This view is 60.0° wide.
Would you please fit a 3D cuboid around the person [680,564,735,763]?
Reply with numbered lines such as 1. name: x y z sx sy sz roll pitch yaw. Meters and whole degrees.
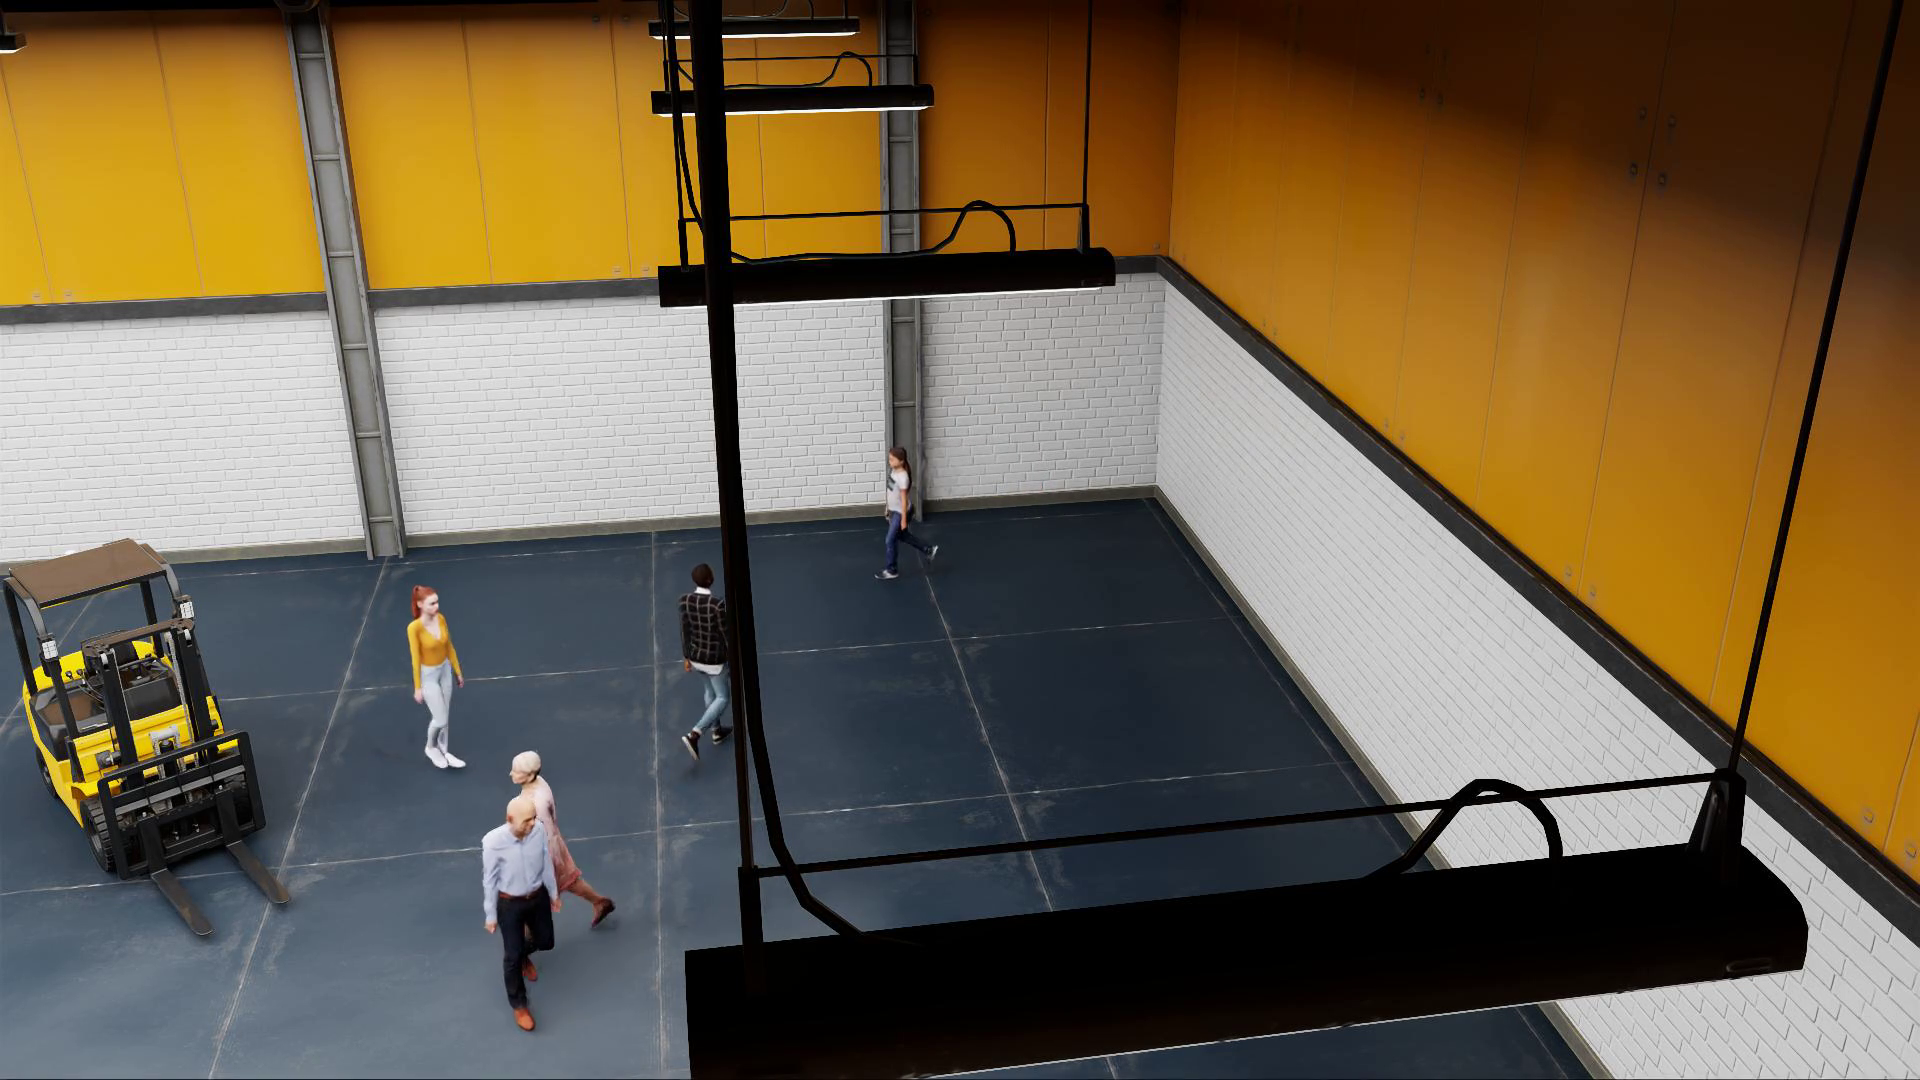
1. person: -2.261 1.094 14.710 1.076 1.804 1.097 12 26 26

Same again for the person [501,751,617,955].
1. person: -2.968 2.262 12.229 1.128 1.651 0.696 -8 25 -17

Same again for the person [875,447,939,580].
1. person: -0.591 -0.313 18.255 0.964 1.543 0.589 -6 24 -13

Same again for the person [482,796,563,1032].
1. person: -3.056 2.495 11.549 0.955 1.769 0.987 -16 29 -33

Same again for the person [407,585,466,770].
1. person: -4.656 1.201 14.545 0.776 1.741 0.739 11 26 24
